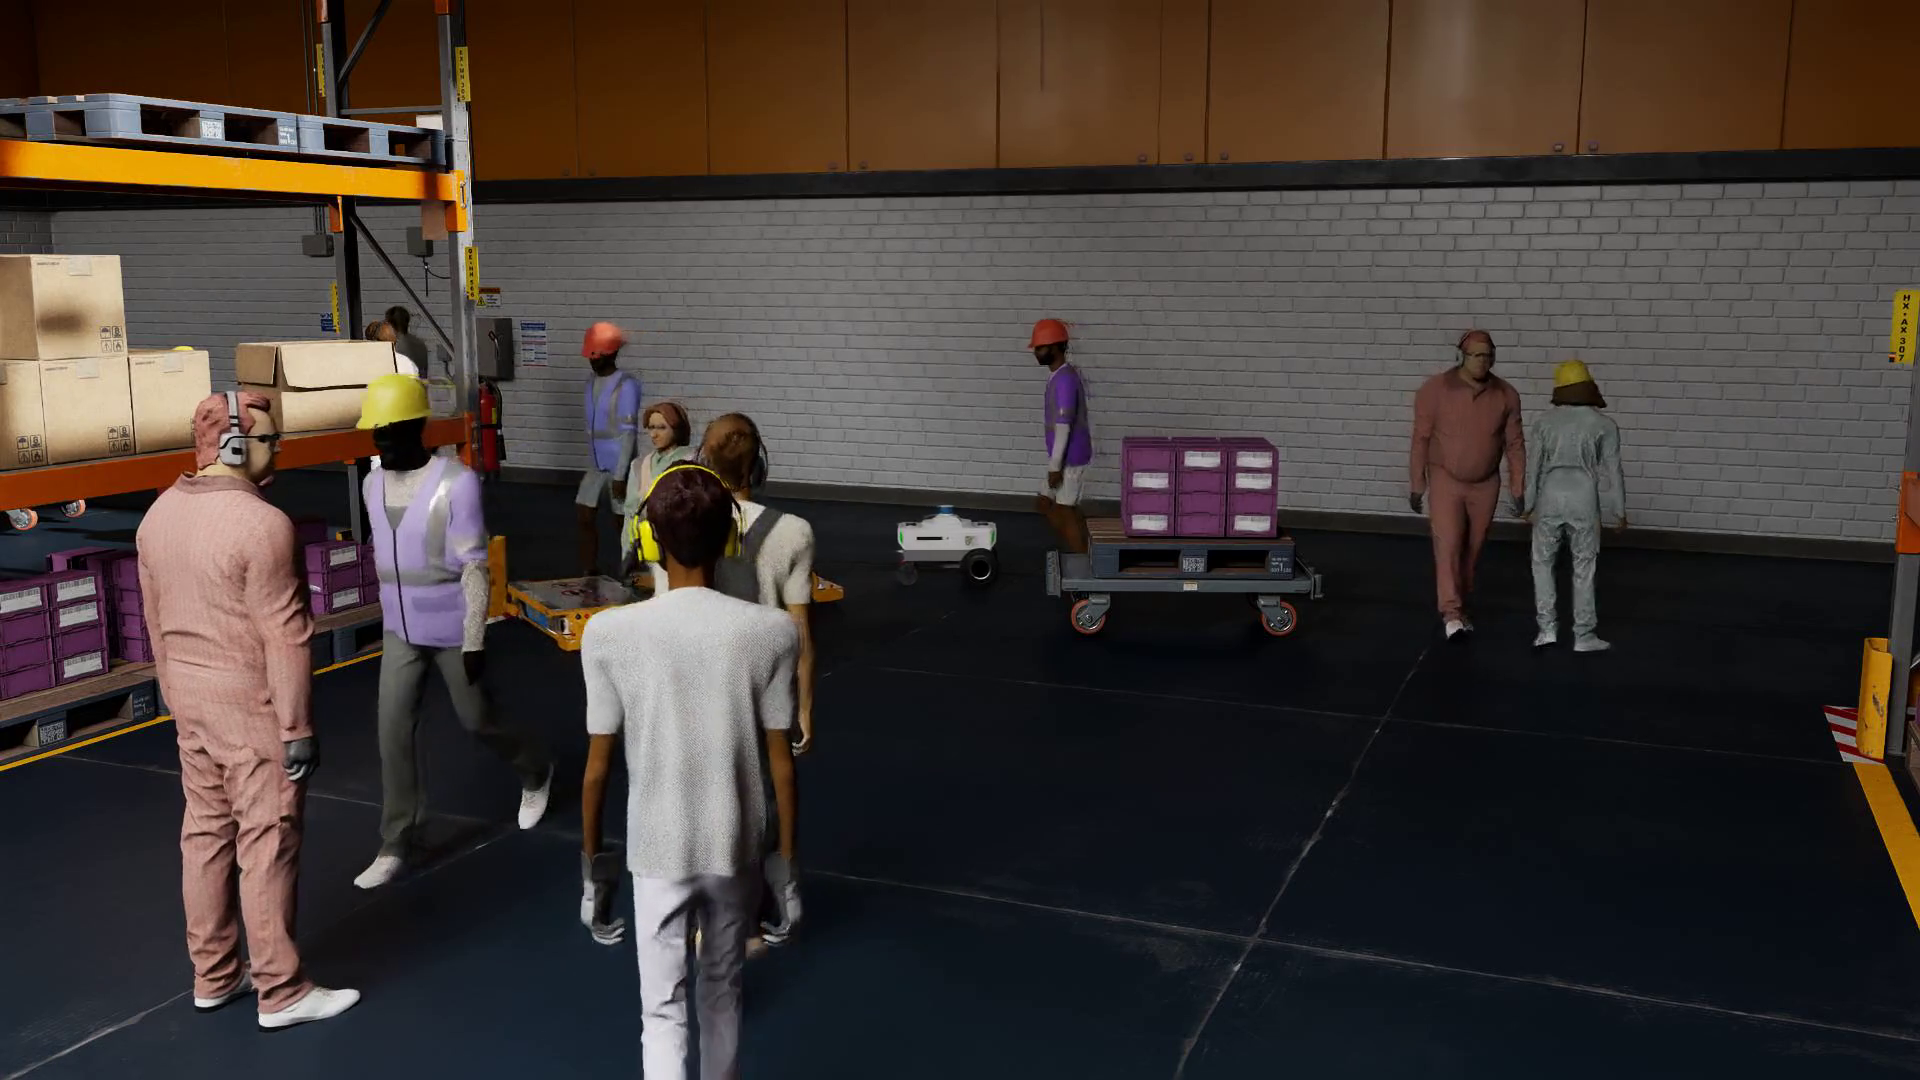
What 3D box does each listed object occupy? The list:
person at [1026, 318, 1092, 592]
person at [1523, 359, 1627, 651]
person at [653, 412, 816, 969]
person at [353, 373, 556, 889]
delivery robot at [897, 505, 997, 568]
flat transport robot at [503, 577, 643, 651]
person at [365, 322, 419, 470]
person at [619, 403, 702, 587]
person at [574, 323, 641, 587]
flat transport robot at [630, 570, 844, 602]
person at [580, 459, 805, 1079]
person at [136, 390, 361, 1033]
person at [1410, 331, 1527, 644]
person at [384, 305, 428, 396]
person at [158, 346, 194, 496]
[{"bbox_3d":[0.707,-0.581,11.563,0.512,1.908,0.622,0,9,2],"label":"person"},{"bbox_3d":[3.612,-0.192,9.768,0.594,1.723,0.306,5,11,27],"label":"person"},{"bbox_3d":[-0.702,0.516,5.187,0.511,1.825,0.775,-1,9,-5],"label":"person"},{"bbox_3d":[-1.958,0.293,6.358,0.614,1.884,0.953,4,10,24],"label":"person"},{"bbox_3d":[-0.096,-0.010,11.908,0.707,0.478,0.477,0,9,-1],"label":"delivery robot"},{"bbox_3d":[-2.341,0.431,10.377,0.652,0.197,1.431,-5,11,-30],"label":"flat transport robot"},{"bbox_3d":[-4.433,-0.758,12.838,0.429,1.844,0.626,3,10,15],"label":"person"},{"bbox_3d":[-1.462,0.114,8.279,0.537,1.588,0.878,6,11,31],"label":"person"},{"bbox_3d":[-2.367,-0.488,11.055,0.598,1.892,0.705,8,12,41],"label":"person"},{"bbox_3d":[-1.561,0.310,11.116,1.431,0.197,0.652,-5,11,-26],"label":"flat transport robot"},{"bbox_3d":[-0.595,0.748,3.746,0.503,1.844,0.805,-2,10,-14],"label":"person"},{"bbox_3d":[-2.130,0.507,4.989,0.643,1.905,0.399,6,11,32],"label":"person"},{"bbox_3d":[3.089,-0.309,10.006,0.664,1.868,0.866,0,9,-1],"label":"person"},{"bbox_3d":[-4.997,-1.178,15.172,0.740,1.916,0.634,3,10,15],"label":"person"},{"bbox_3d":[-4.932,-0.353,10.630,0.527,1.763,0.337,6,11,34],"label":"person"}]
